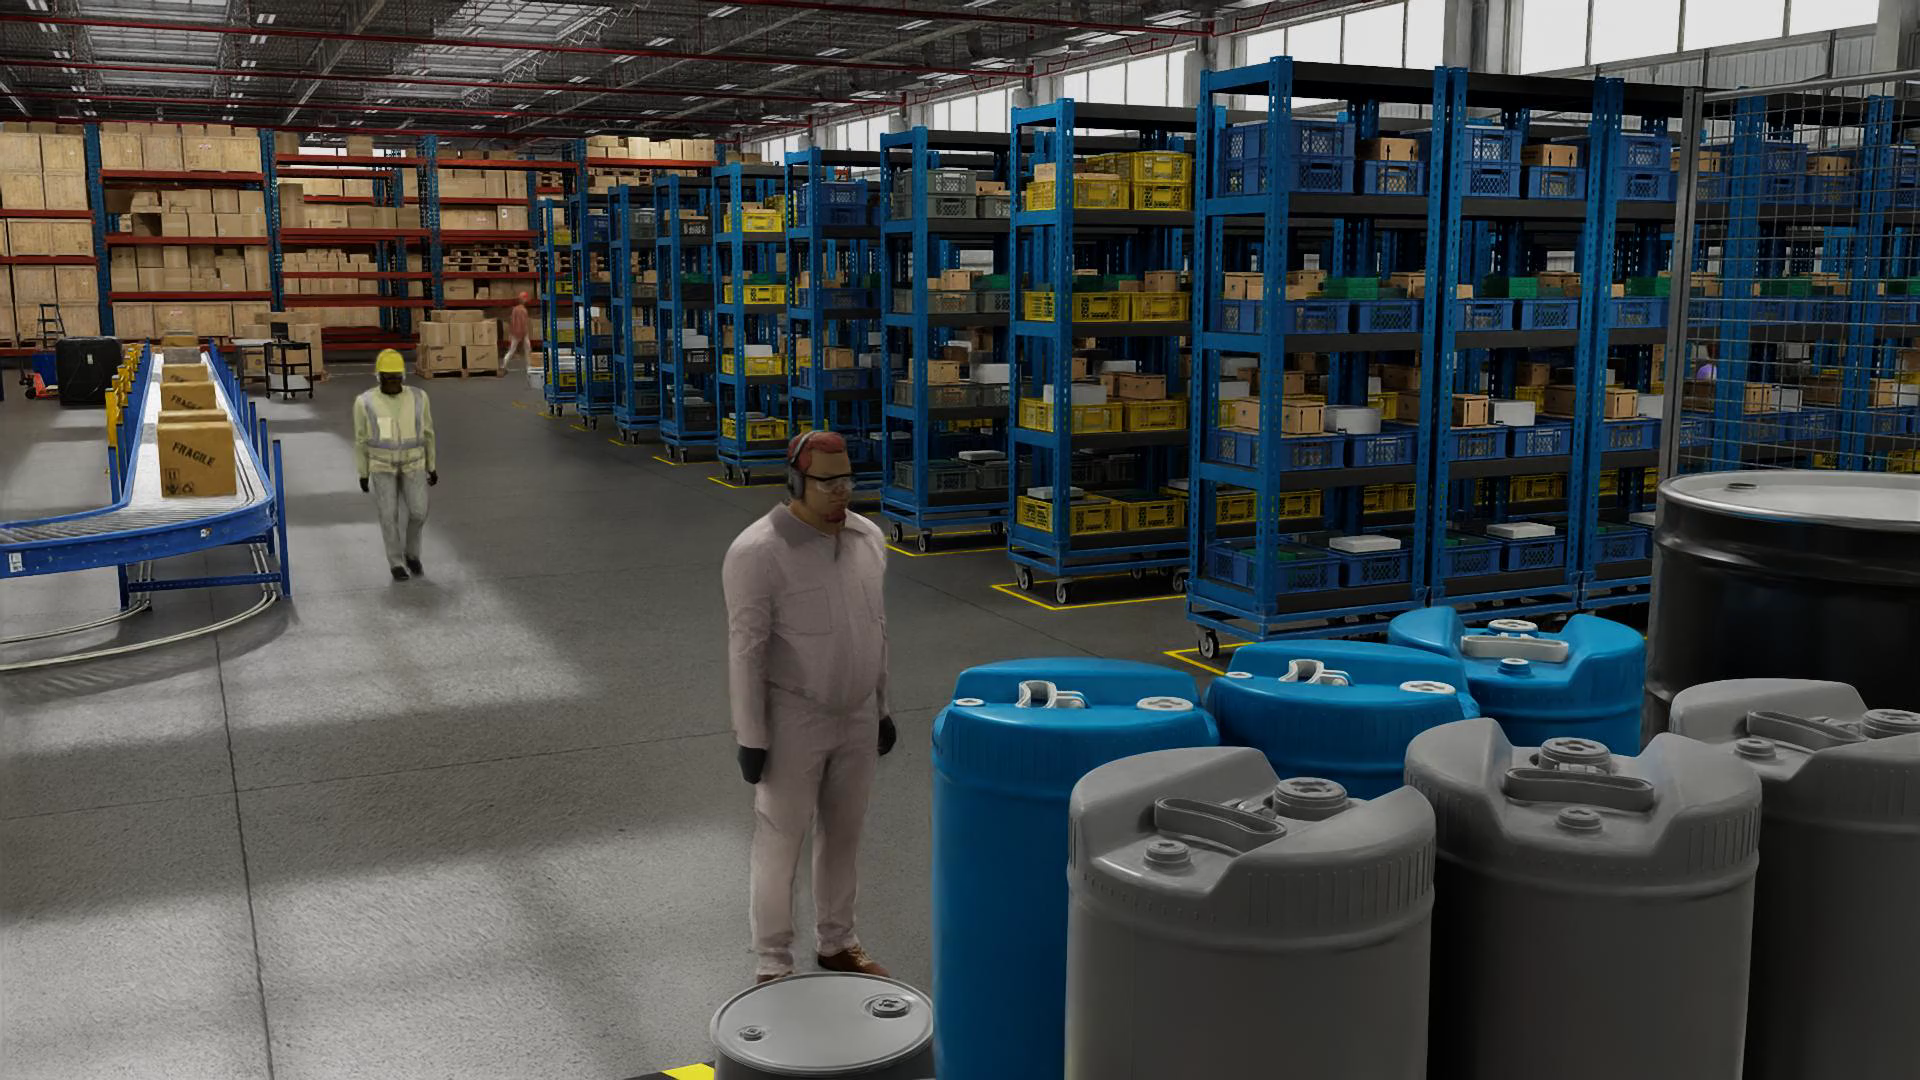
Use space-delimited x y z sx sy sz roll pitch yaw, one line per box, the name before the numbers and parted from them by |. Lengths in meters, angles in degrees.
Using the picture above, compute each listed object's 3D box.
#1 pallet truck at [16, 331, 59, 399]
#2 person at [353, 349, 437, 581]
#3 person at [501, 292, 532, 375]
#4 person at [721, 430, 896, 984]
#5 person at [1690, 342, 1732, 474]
pallet truck | -17.082 -3.353 31.781 1.630 1.274 0.653 -4 10 -25
person | -4.378 -0.573 12.923 0.624 1.817 0.459 -5 10 -27
person | -10.349 -4.824 38.944 0.620 1.942 1.016 6 11 34
person | -0.458 0.586 5.470 0.651 1.904 0.403 -9 13 -44
person | 6.815 -0.951 15.197 0.393 1.842 0.564 4 10 22
